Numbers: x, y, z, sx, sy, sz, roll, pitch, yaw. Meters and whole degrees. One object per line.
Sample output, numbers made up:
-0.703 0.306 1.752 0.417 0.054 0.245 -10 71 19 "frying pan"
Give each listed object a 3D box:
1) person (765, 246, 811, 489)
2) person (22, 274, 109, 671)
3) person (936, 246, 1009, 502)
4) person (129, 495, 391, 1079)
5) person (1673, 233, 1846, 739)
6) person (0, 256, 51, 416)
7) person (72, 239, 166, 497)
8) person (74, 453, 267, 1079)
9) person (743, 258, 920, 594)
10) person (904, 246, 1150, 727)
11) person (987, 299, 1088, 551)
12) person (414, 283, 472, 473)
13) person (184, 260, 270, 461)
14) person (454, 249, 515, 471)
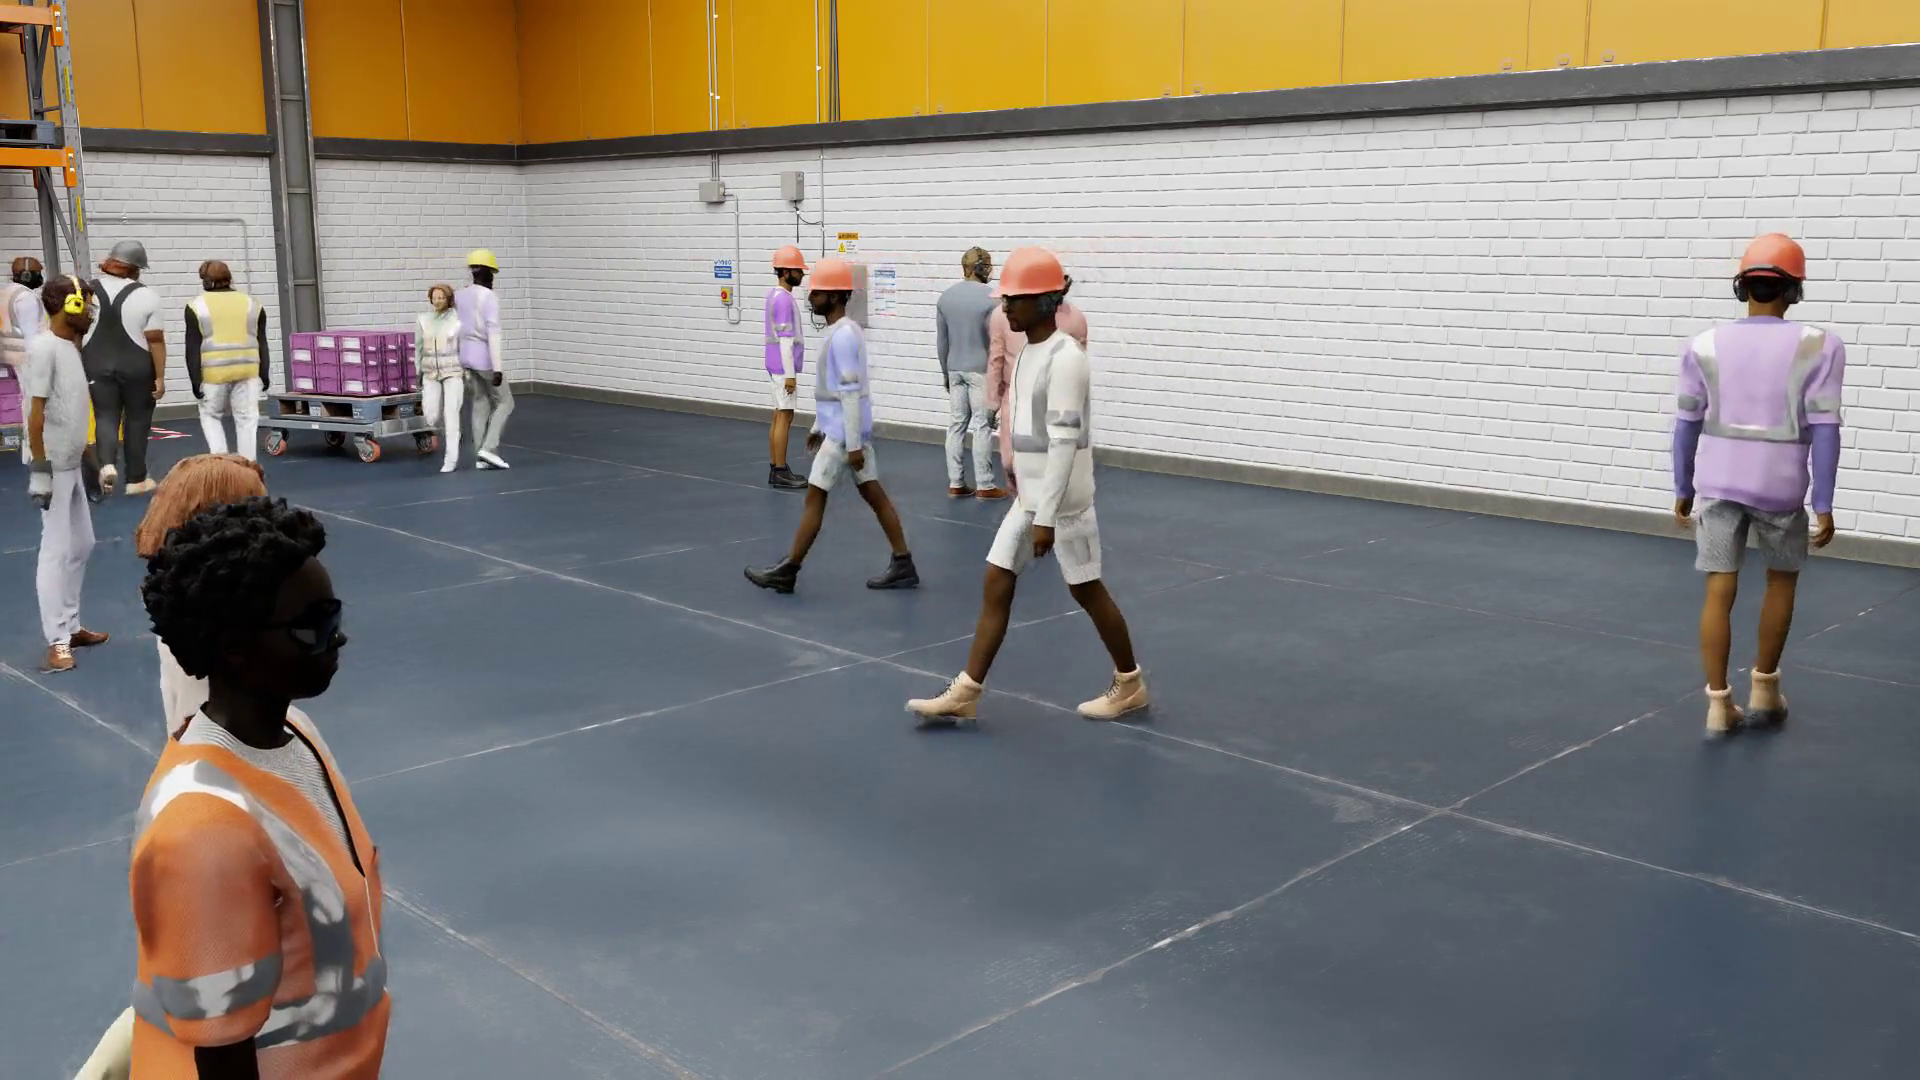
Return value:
-1.375 -1.383 13.371 0.373 1.934 0.551 -2 11 -12 "person"
-4.244 -0.322 7.876 0.345 1.837 0.657 -2 11 -13 "person"
0.097 -1.260 12.701 0.629 1.937 0.378 9 14 40 "person"
-0.917 0.782 2.217 0.321 1.697 0.535 -2 11 -13 "person"
3.254 -0.221 6.789 0.646 2.020 0.719 8 13 36 "person"
-8.207 -1.582 14.747 0.448 1.838 0.644 -10 14 -42 "person"
-6.484 -1.340 12.852 0.712 2.000 0.687 -1 10 -8 "person"
-1.544 0.616 3.386 0.795 1.605 0.507 -5 12 -28 "person"
-0.696 -0.627 9.387 1.010 1.892 0.544 0 10 1 "person"
0.335 -0.190 6.768 1.067 1.978 0.620 -3 11 -18 "person"
0.506 -0.898 10.838 0.667 1.890 0.565 1 10 5 "person"
-4.419 -1.408 14.339 0.516 1.621 0.541 2 11 9 "person"
-5.831 -1.306 13.266 0.666 1.829 0.518 -8 13 -36 "person"
-4.088 -1.535 14.308 0.609 1.900 0.432 8 13 36 "person"
